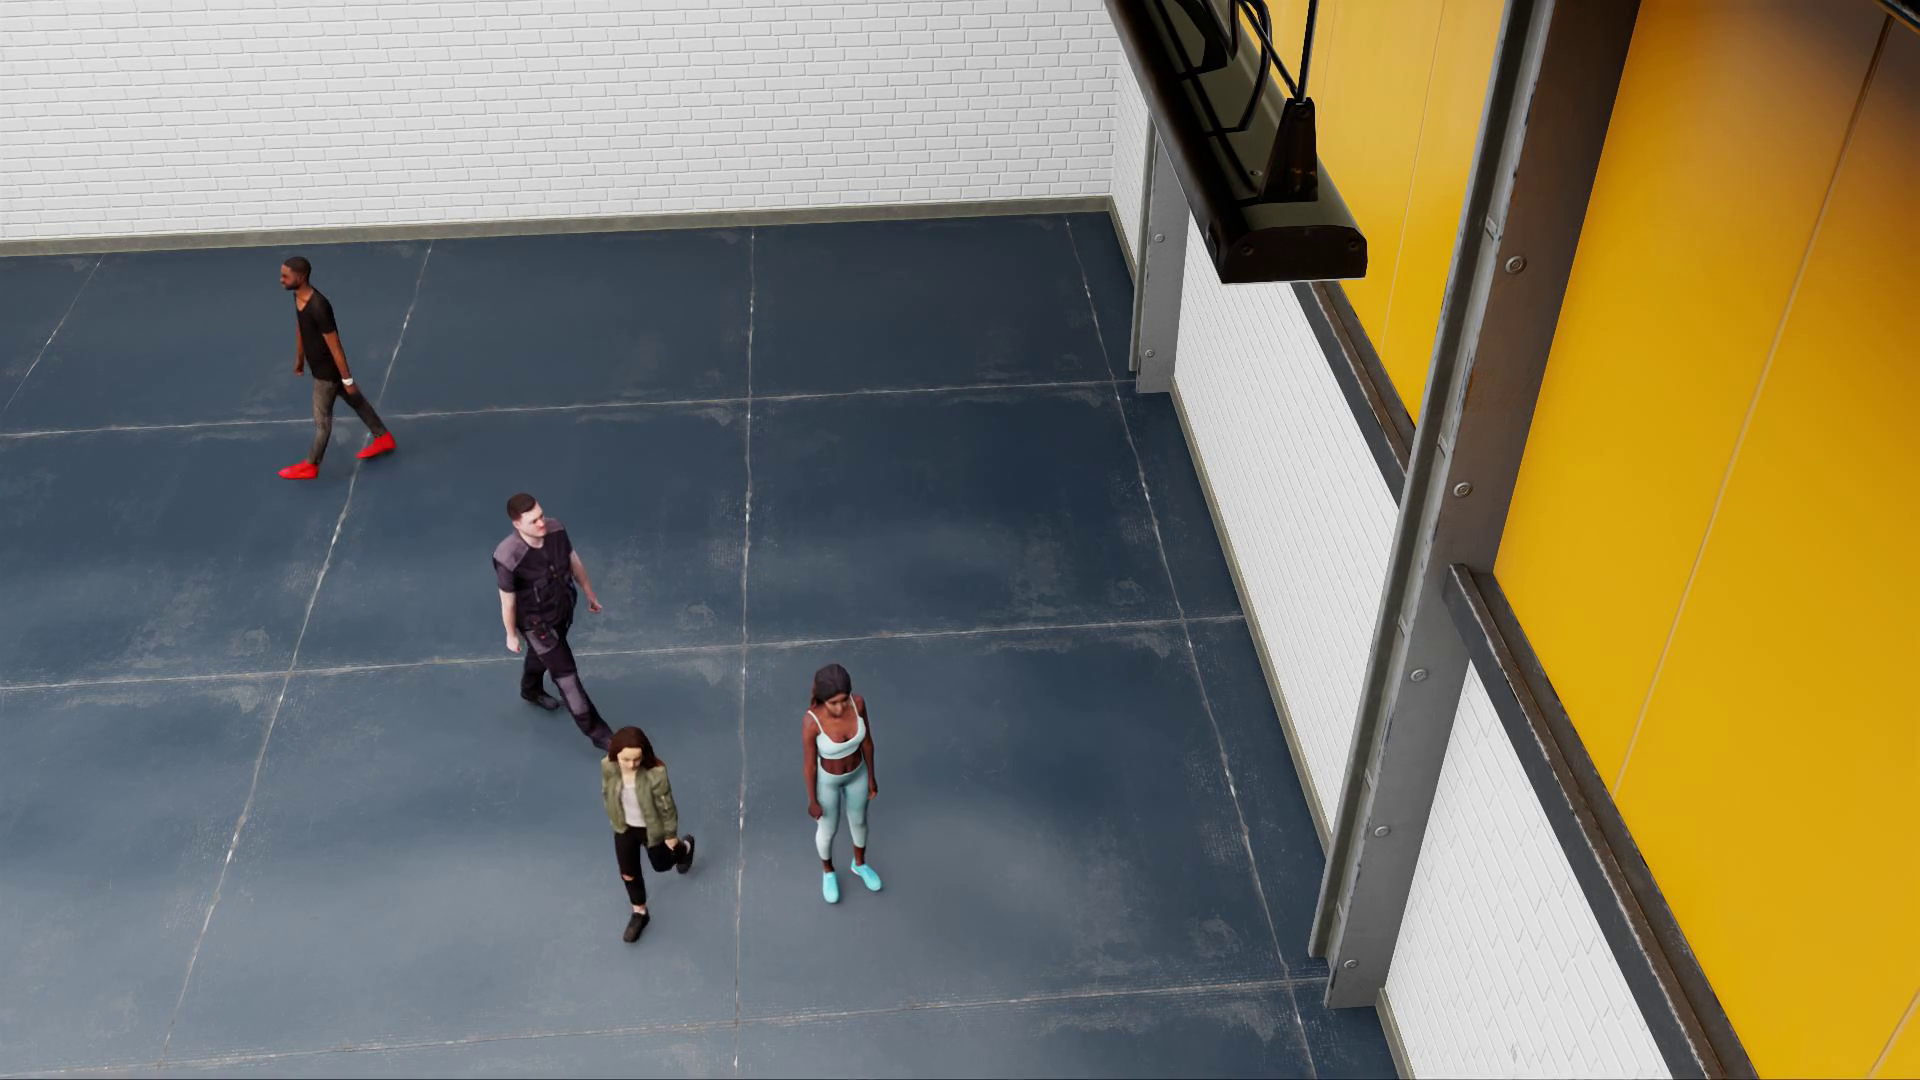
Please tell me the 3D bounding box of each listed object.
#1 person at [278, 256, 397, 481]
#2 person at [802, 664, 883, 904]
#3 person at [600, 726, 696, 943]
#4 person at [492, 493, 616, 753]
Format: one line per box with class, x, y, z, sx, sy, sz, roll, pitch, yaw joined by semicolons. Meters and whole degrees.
person;-4.591;-1.311;12.339;1.094;1.768;1.184;-23;44;-26
person;-0.659;1.311;9.093;0.643;1.723;0.654;-19;42;-22
person;-1.687;1.507;9.062;0.818;1.455;1.001;13;40;16
person;-2.573;0.453;10.106;1.212;1.799;1.256;19;42;22
